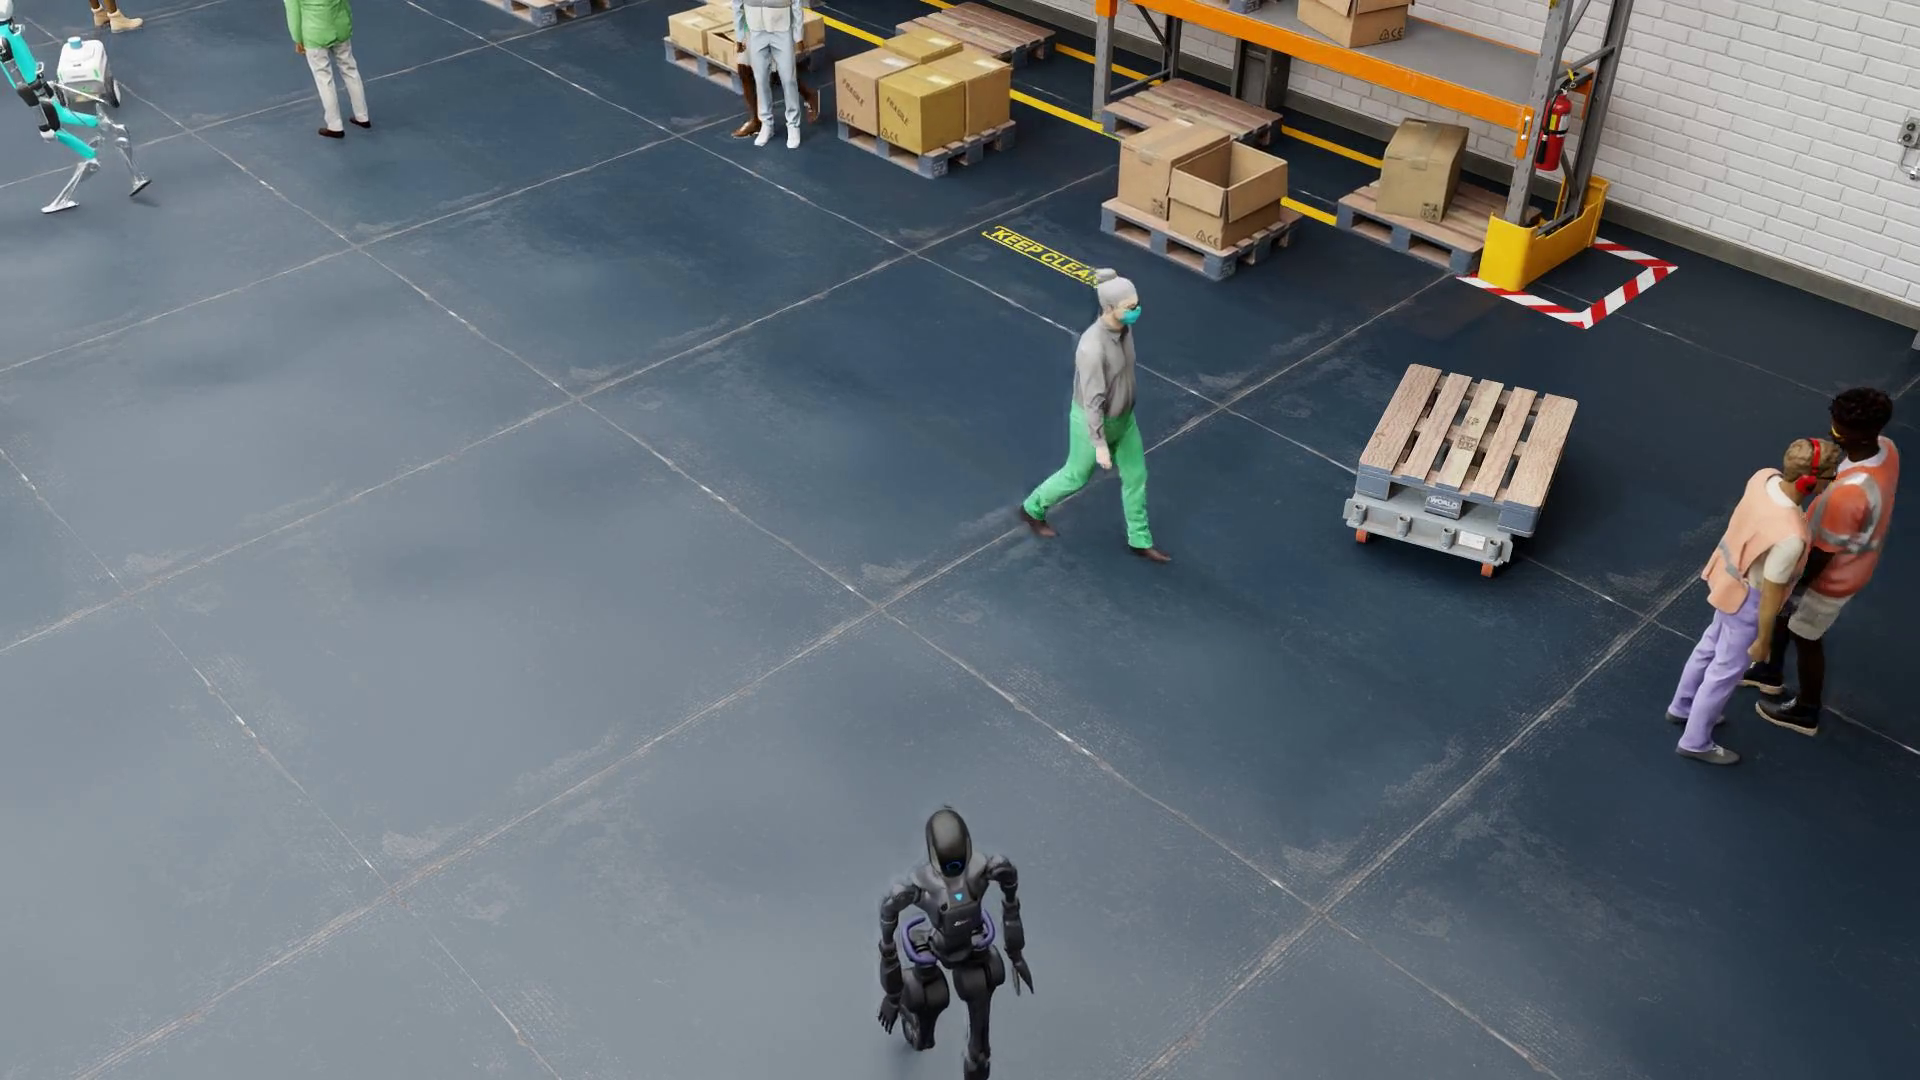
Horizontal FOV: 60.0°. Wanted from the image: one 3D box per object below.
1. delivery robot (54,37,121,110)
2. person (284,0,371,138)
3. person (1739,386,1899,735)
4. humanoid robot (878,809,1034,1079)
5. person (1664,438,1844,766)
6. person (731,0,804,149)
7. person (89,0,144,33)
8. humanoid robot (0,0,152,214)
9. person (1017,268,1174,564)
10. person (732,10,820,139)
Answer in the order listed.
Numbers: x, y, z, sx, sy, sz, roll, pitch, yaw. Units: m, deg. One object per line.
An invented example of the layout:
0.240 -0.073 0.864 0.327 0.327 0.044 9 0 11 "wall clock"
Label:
-7.797 -4.169 14.810 0.499 0.589 0.792 -12 39 -15 "delivery robot"
-5.331 -4.257 13.925 0.384 1.776 0.544 29 46 32 "person"
4.137 0.087 8.041 0.672 1.925 0.686 26 44 30 "person"
-0.043 1.564 6.314 0.610 1.638 0.626 -13 39 -17 "humanoid robot"
3.703 0.294 7.847 0.389 1.840 0.562 5 37 7 "person"
-1.575 -4.195 13.733 0.596 1.907 0.409 4 37 5 "person"
-8.339 -5.891 15.863 0.613 2.042 0.370 22 42 27 "person"
-6.729 -3.320 12.737 1.004 1.753 0.581 -13 39 -17 "humanoid robot"
0.763 -0.687 9.174 0.911 1.800 0.511 23 43 27 "person"
-1.627 -4.311 13.961 0.768 1.807 0.526 -27 45 -31 "person"
